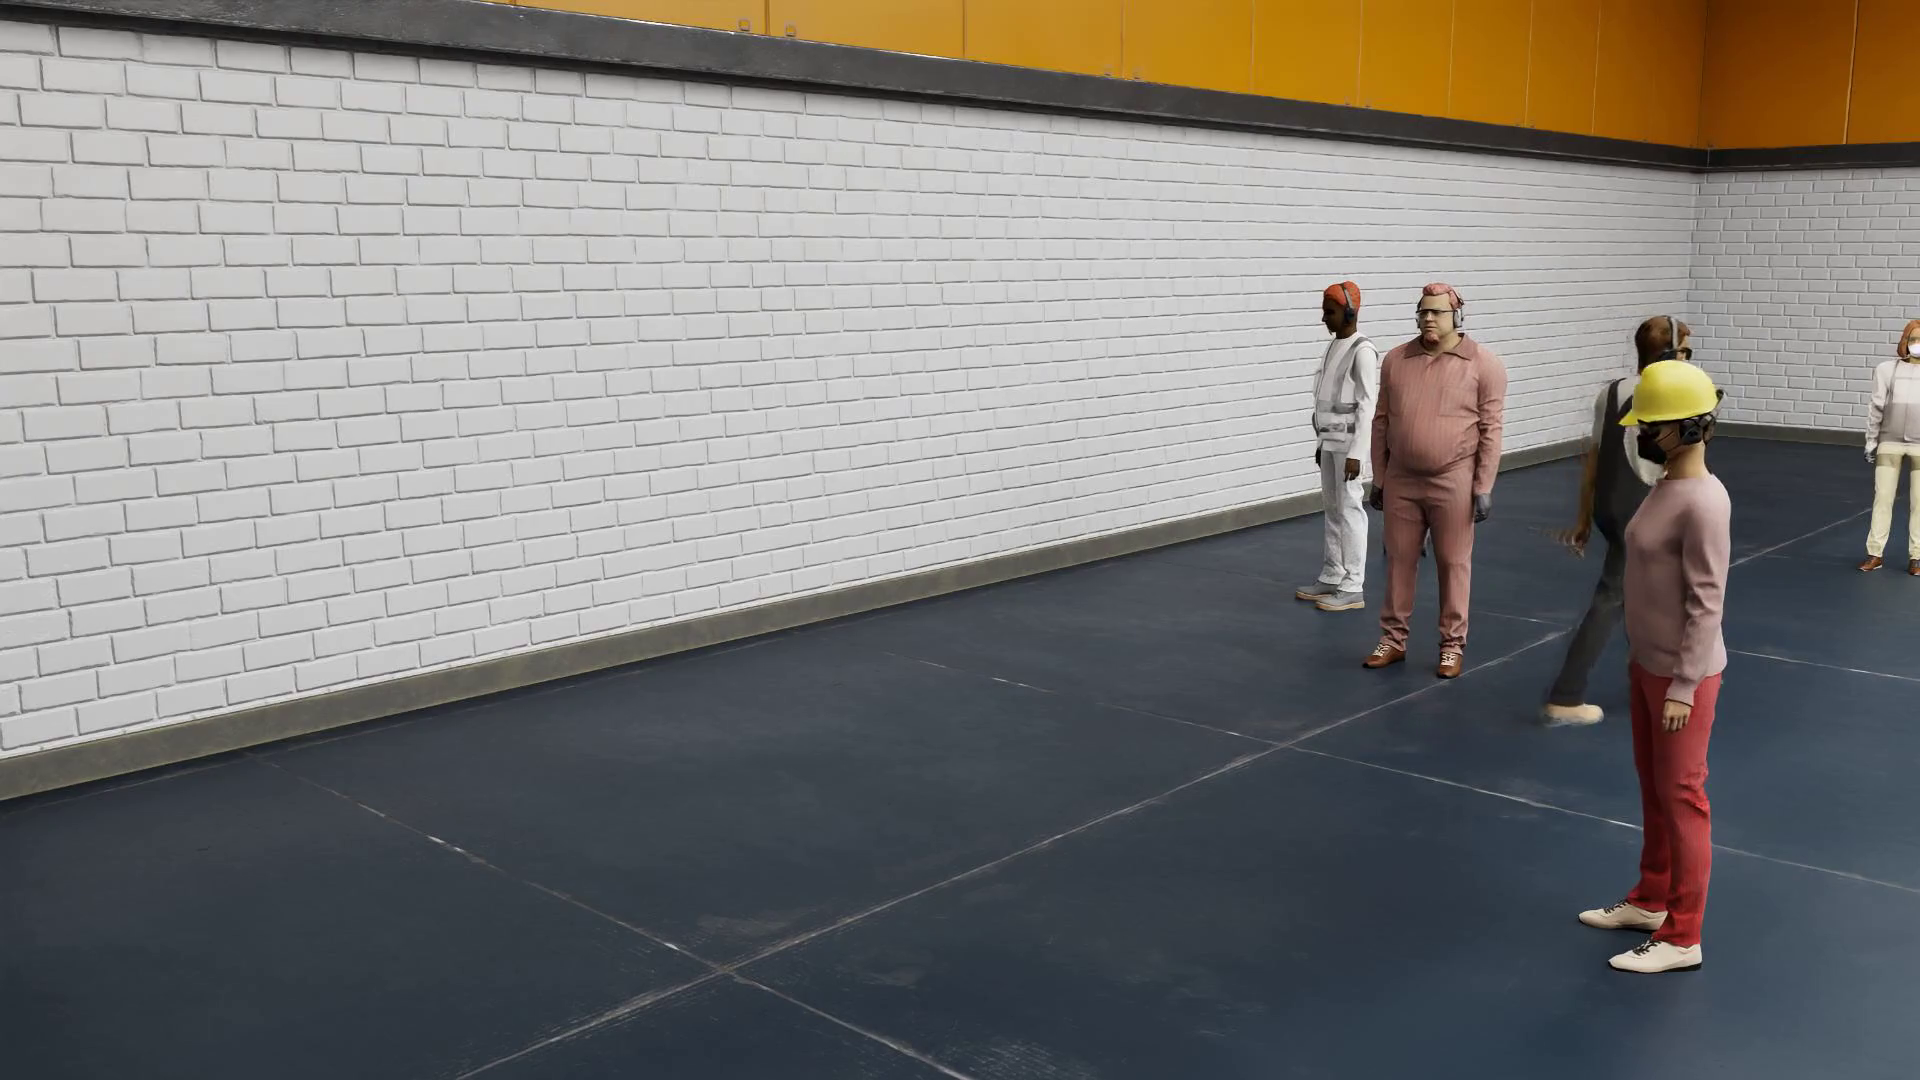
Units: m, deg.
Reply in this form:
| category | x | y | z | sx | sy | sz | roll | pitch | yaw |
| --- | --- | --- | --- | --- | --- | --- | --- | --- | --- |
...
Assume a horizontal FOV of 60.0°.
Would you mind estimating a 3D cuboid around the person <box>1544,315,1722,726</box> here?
| category | x | y | z | sx | sy | sz | roll | pitch | yaw |
| --- | --- | --- | --- | --- | --- | --- | --- | --- | --- |
| person | 2.990 | -0.078 | 7.259 | 0.982 | 1.784 | 0.520 | -3 | 10 | -15 |

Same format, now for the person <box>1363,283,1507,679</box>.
| category | x | y | z | sx | sy | sz | roll | pitch | yaw |
| --- | --- | --- | --- | --- | --- | --- | --- | --- | --- |
| person | 2.287 | -0.286 | 8.093 | 0.638 | 1.909 | 0.408 | 7 | 12 | 34 |

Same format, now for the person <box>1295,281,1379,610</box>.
| category | x | y | z | sx | sy | sz | roll | pitch | yaw |
| --- | --- | --- | --- | --- | --- | --- | --- | --- | --- |
| person | 2.195 | -0.540 | 9.595 | 0.355 | 1.886 | 0.573 | -1 | 10 | -8 |

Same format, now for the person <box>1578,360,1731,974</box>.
| category | x | y | z | sx | sy | sz | roll | pitch | yaw |
| --- | --- | --- | --- | --- | --- | --- | --- | --- | --- |
| person | 2.021 | 0.366 | 4.793 | 0.323 | 1.764 | 0.524 | 1 | 10 | 8 |

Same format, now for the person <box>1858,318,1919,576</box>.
| category | x | y | z | sx | sy | sz | roll | pitch | yaw |
| --- | --- | --- | --- | --- | --- | --- | --- | --- | --- |
| person | 6.042 | -0.591 | 10.602 | 0.499 | 1.634 | 0.288 | 8 | 12 | 37 |

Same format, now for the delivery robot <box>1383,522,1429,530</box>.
| category | x | y | z | sx | sy | sz | roll | pitch | yaw |
| --- | --- | --- | --- | --- | --- | --- | --- | --- | --- |
| delivery robot | 3.192 | -0.255 | 11.492 | 0.477 | 0.478 | 0.707 | 7 | 12 | 32 |
